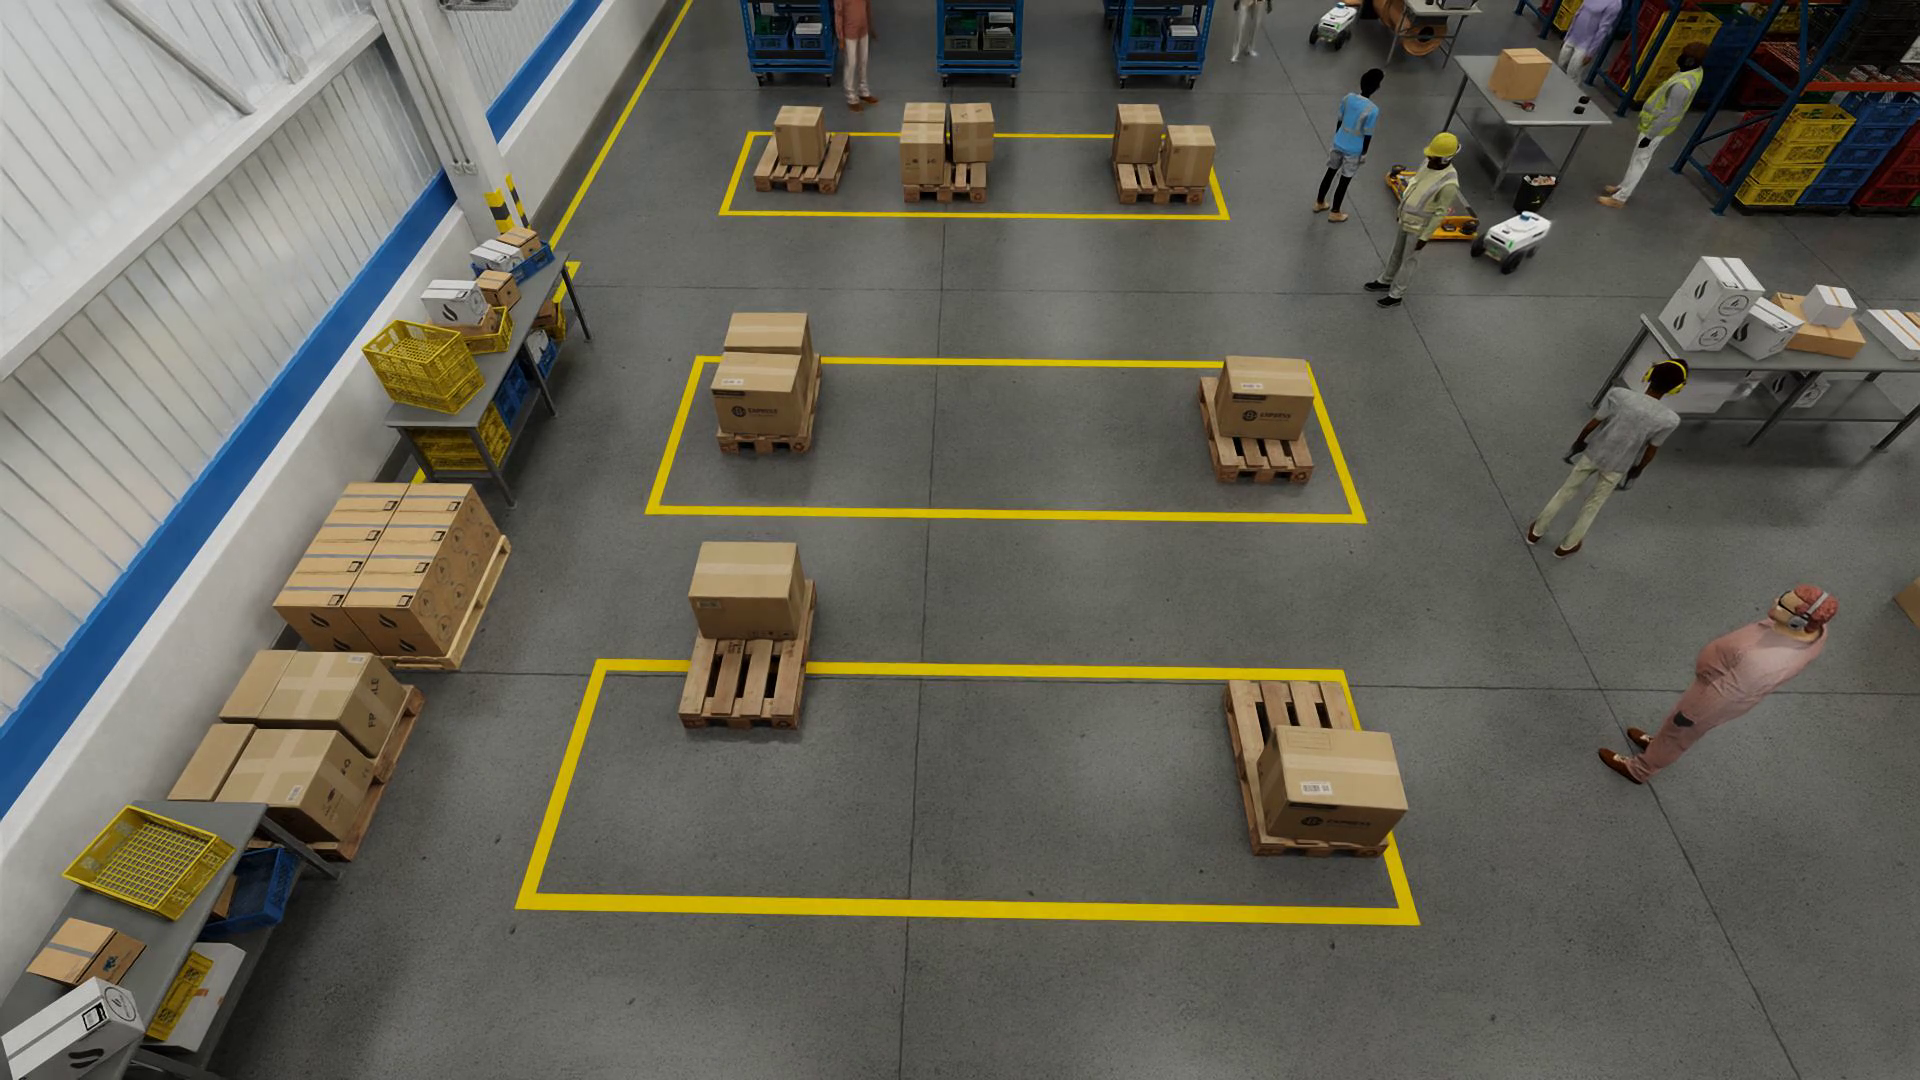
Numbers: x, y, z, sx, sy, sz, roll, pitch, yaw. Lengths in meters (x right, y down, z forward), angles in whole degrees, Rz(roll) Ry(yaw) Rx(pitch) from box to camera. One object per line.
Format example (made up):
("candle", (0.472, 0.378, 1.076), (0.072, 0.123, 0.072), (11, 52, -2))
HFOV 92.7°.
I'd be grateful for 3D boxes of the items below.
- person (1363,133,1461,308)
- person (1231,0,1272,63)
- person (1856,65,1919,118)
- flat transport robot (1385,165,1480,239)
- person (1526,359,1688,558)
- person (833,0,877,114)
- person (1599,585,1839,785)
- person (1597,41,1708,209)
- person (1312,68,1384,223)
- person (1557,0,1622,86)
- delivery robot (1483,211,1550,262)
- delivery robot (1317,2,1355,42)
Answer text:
("person", (4.610, -3.224, 9.287), (0.403, 1.822, 0.588), (-4, 49, -4))
("person", (4.320, -7.960, 13.523), (0.583, 1.617, 0.503), (1, 49, 1))
("person", (11.695, -5.772, 11.453), (0.355, 1.882, 0.576), (-21, 52, -17))
("flat transport robot", (5.692, -4.094, 11.059), (0.652, 0.197, 1.431), (1, 49, 1))
("person", (4.920, -0.606, 6.997), (0.336, 1.862, 0.521), (-34, 57, -26))
("person", (-1.394, -6.796, 12.268), (0.402, 1.990, 0.622), (34, 57, 26))
("person", (4.670, 0.917, 5.655), (0.646, 1.901, 0.400), (-26, 54, -21))
("person", (8.053, -4.792, 10.633), (0.429, 1.839, 0.633), (31, 56, 24))
("person", (4.446, -4.483, 10.460), (0.318, 1.694, 0.533), (-21, 52, -17))
("person", (8.174, -6.527, 12.076), (0.357, 1.931, 0.629), (-6, 49, -5))
("delivery robot", (6.221, -3.426, 10.234), (0.707, 0.478, 0.477), (-25, 54, -20))
("delivery robot", (5.870, -8.101, 14.281), (0.477, 0.478, 0.707), (29, 55, 23))
